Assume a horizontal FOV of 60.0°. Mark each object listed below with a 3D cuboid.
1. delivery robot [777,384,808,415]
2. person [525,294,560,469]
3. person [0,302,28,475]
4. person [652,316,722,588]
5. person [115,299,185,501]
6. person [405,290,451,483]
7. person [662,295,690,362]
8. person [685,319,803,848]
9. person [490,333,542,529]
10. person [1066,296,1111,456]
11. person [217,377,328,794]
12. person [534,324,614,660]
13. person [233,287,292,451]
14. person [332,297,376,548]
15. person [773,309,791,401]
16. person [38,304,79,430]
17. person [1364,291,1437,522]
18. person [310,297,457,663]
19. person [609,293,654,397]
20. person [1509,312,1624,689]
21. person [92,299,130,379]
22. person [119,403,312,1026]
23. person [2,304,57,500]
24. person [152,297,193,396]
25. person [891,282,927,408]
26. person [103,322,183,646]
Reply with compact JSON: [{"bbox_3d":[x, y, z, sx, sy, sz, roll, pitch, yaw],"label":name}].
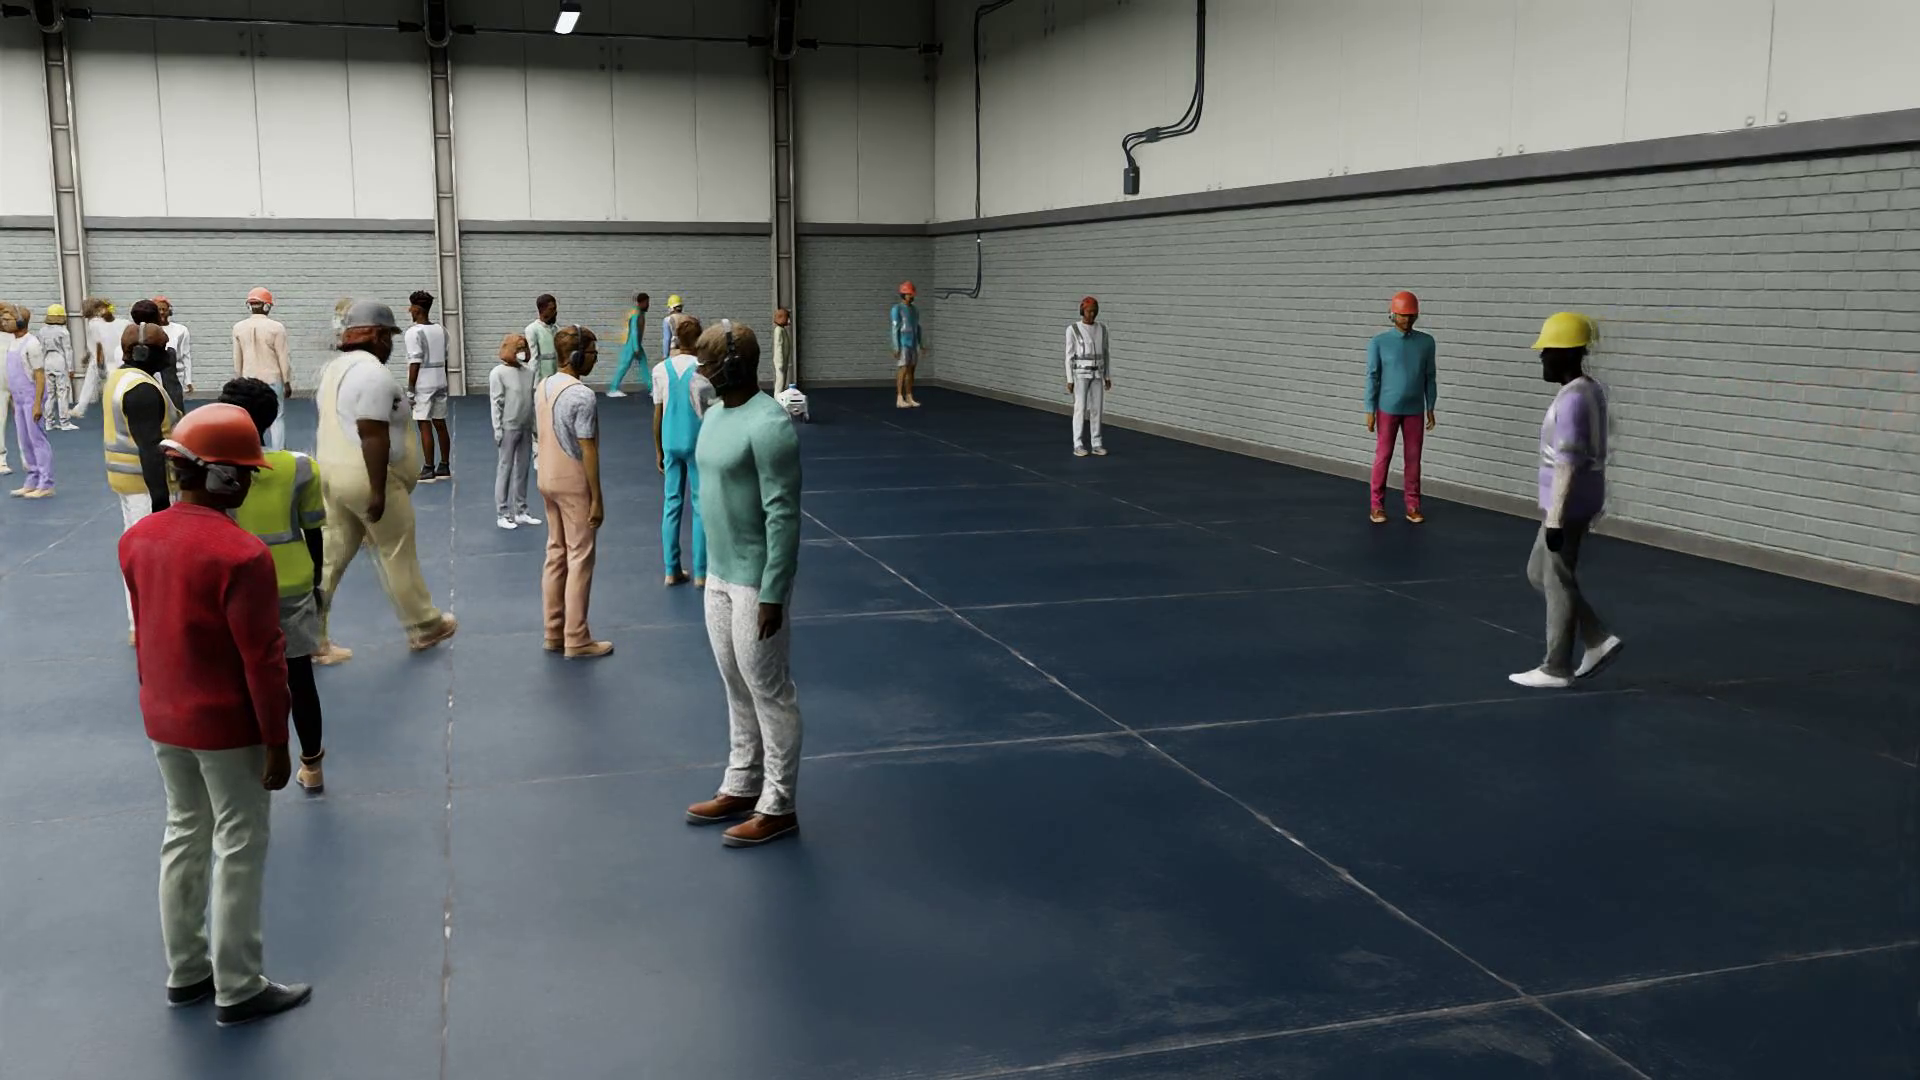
[{"bbox_3d":[-2.420,-2.004,24.019,0.477,0.478,0.707,-3,9,-15],"label":"delivery robot"},{"bbox_3d":[-4.540,-1.732,18.246,0.378,1.916,0.597,3,9,16],"label":"person"},{"bbox_3d":[-10.166,-1.618,17.785,0.338,1.838,0.506,7,12,39],"label":"person"},{"bbox_3d":[-1.815,-0.586,11.218,0.512,1.835,0.359,2,9,15],"label":"person"},{"bbox_3d":[-6.282,-0.904,12.953,0.593,1.922,0.392,3,10,20],"label":"person"},{"bbox_3d":[-5.468,-1.569,17.053,0.367,1.967,0.603,3,9,20],"label":"person"},{"bbox_3d":[-4.483,-2.967,26.389,0.404,1.835,0.590,8,12,41],"label":"person"},{"bbox_3d":[-0.789,0.158,6.141,0.376,1.934,0.629,-5,10,-30],"label":"person"},{"bbox_3d":[-3.720,-0.916,13.949,0.273,1.631,0.507,5,10,28],"label":"person"},{"bbox_3d":[1.511,-1.922,19.600,0.588,1.878,0.371,-5,10,-28],"label":"person"},{"bbox_3d":[-2.774,0.204,6.598,0.541,1.696,0.315,-8,12,-41],"label":"person"},{"bbox_3d":[-2.120,-0.256,9.107,0.518,1.835,0.353,9,12,43],"label":"person"},{"bbox_3d":[-7.500,-1.722,17.942,0.609,1.993,0.384,1,9,5],"label":"person"},{"bbox_3d":[-4.678,-0.908,12.927,0.373,1.940,0.629,-9,12,-43],"label":"person"},{"bbox_3d":[-2.668,-2.656,25.044,0.265,1.632,0.508,0,9,2],"label":"person"},{"bbox_3d":[-12.449,-2.380,22.971,0.486,1.736,0.316,2,9,14],"label":"person"},{"bbox_3d":[3.760,-1.123,14.182,0.616,1.982,0.406,-1,9,-7],"label":"person"},{"bbox_3d":[-3.262,-0.358,9.090,0.700,2.000,0.958,8,12,41],"label":"person"},{"bbox_3d":[-5.739,-3.437,29.403,1.043,1.836,0.631,1,9,4],"label":"person"},{"bbox_3d":[3.055,-0.182,8.365,0.448,1.914,0.616,4,10,24],"label":"person"},{"bbox_3d":[-11.808,-2.476,23.334,0.573,1.822,0.965,-5,10,-29],"label":"person"},{"bbox_3d":[-2.065,0.487,4.666,0.574,1.738,0.352,5,10,28],"label":"person"},{"bbox_3d":[-8.829,-1.304,15.748,0.516,1.843,0.326,7,11,38],"label":"person"},{"bbox_3d":[-8.952,-1.790,18.733,0.573,1.883,0.356,-7,11,-36],"label":"person"},{"bbox_3d":[-0.836,-3.159,26.963,0.387,2.044,0.618,6,11,35],"label":"person"},{"bbox_3d":[-4.528,-0.292,9.311,0.429,1.839,0.633,-7,11,-36],"label":"person"}]
